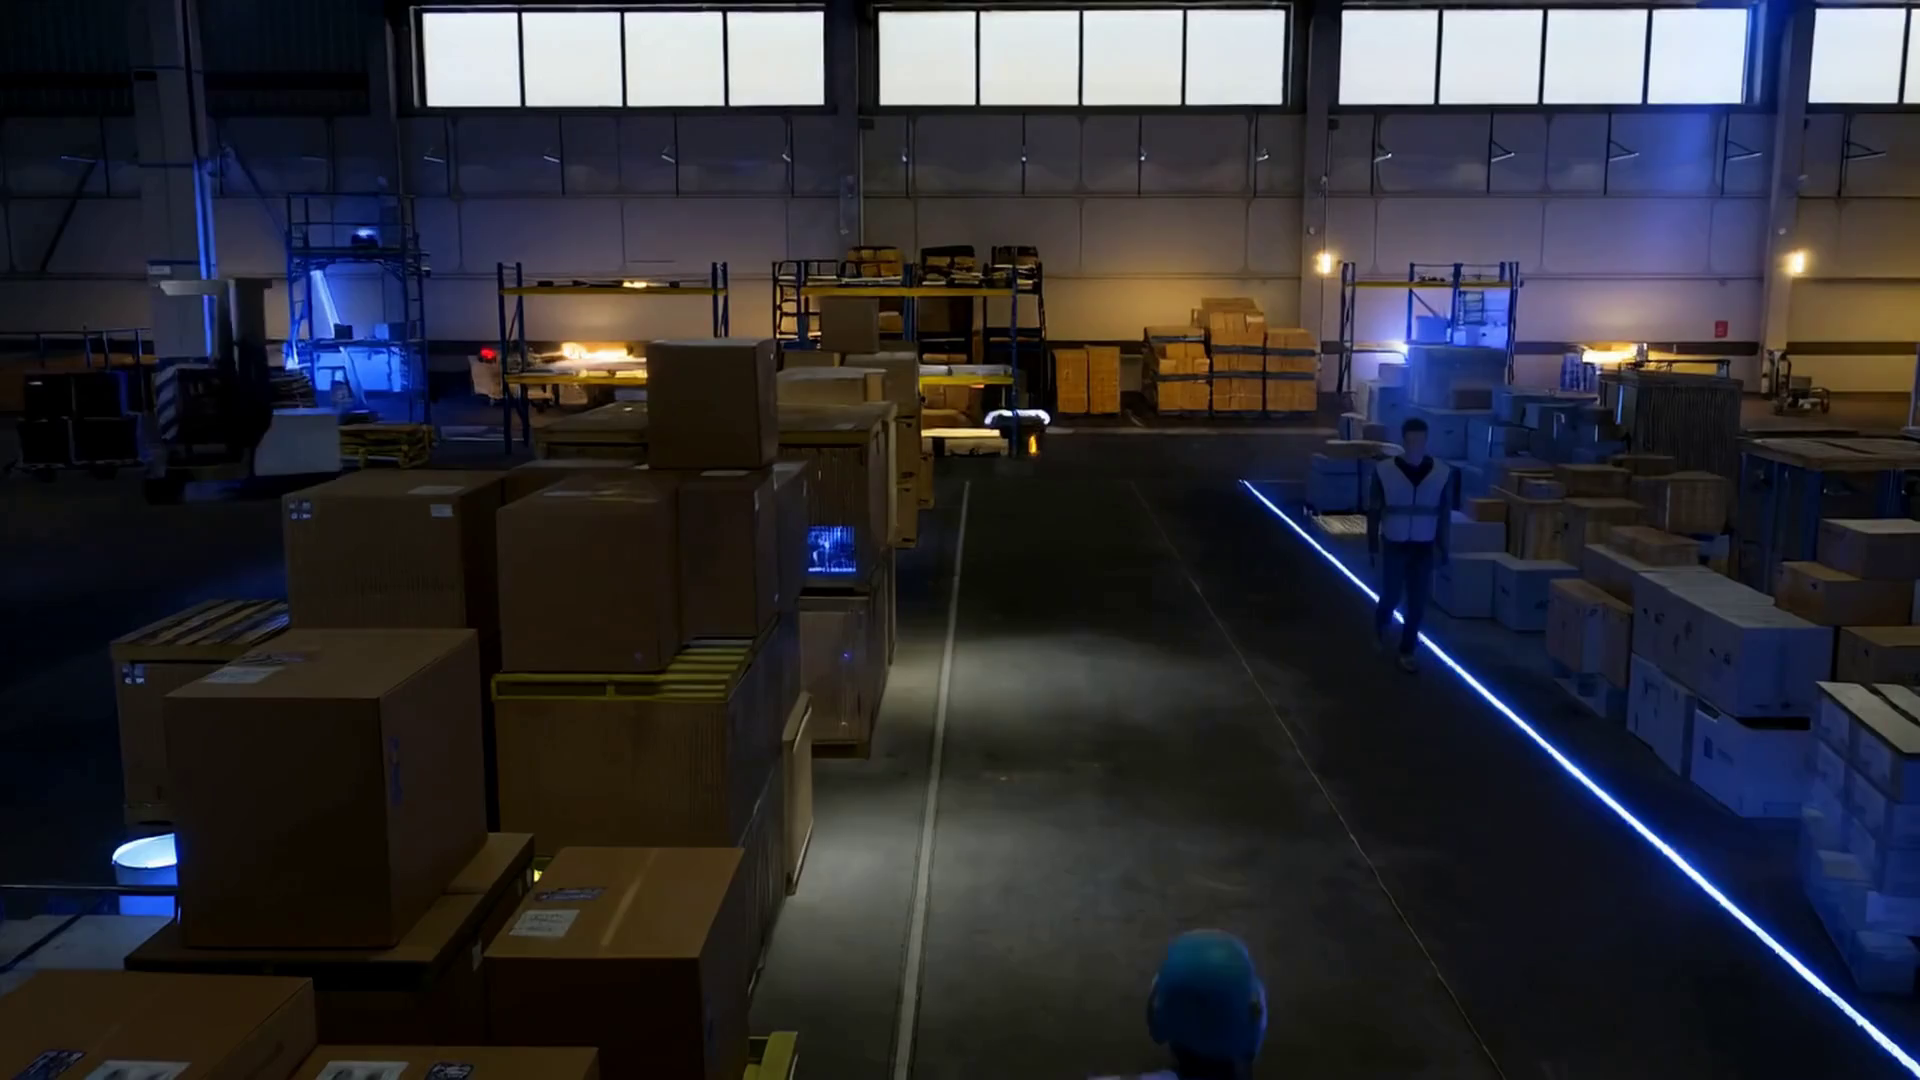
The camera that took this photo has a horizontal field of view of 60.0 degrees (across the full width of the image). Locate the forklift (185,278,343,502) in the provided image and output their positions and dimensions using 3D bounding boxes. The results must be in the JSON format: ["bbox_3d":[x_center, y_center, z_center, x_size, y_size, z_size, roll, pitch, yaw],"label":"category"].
[{"bbox_3d":[-9.100,-1.986,21.533,1.873,2.768,1.129,-4,10,-25],"label":"forklift"}]

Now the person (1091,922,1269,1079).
[{"bbox_3d":[0.412,1.626,3.105,0.521,1.823,0.831,3,10,16],"label":"person"}]

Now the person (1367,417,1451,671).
[{"bbox_3d":[3.358,0.017,12.489,0.593,1.900,0.513,0,9,0],"label":"person"}]
